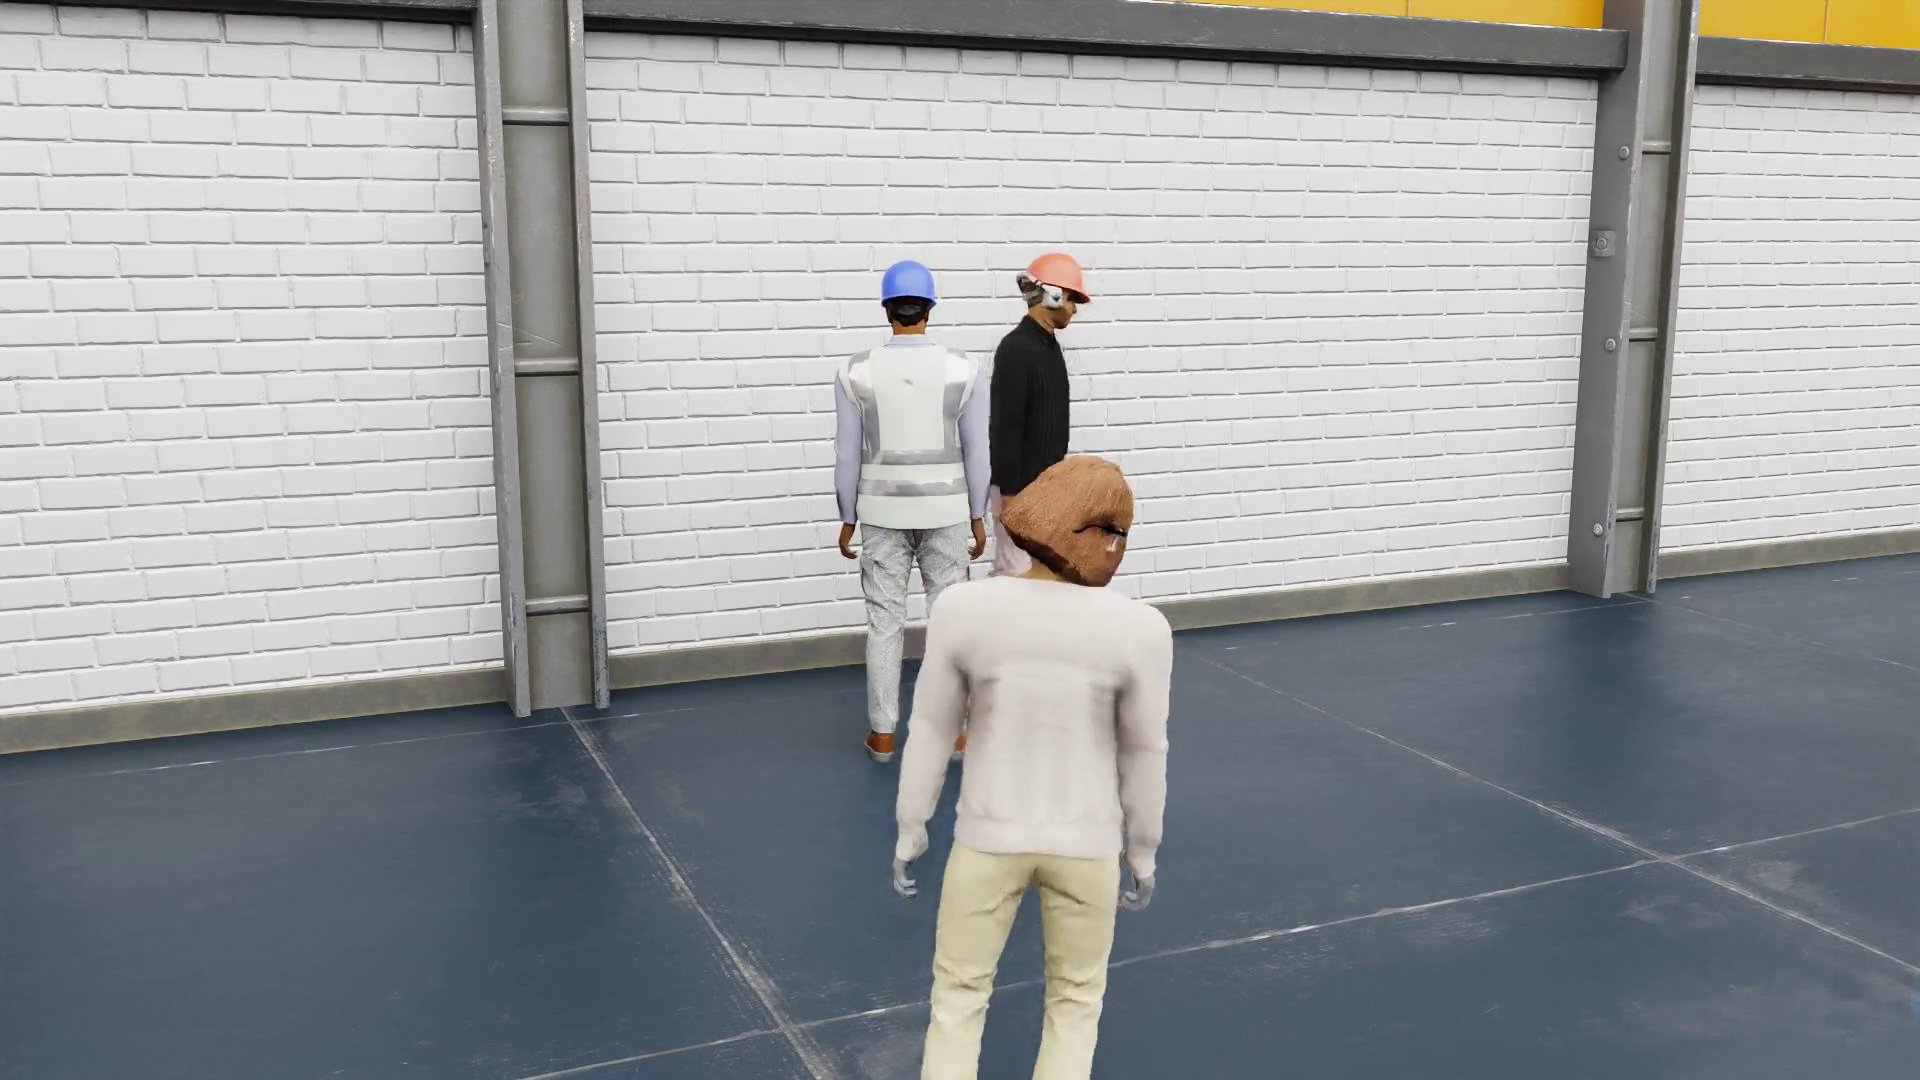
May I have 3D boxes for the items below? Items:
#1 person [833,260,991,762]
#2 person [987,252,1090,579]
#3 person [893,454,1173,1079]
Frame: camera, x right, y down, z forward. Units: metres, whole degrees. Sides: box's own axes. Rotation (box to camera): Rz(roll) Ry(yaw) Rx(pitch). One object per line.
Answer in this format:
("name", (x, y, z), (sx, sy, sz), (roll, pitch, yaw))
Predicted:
("person", (-0.182, -0.099, 6.429), (0.604, 1.940, 0.401), (0, 10, -1))
("person", (0.318, -0.257, 7.242), (0.433, 1.965, 0.656), (5, 11, 24))
("person", (0.077, 0.625, 3.378), (0.687, 1.595, 0.337), (1, 10, 5))
